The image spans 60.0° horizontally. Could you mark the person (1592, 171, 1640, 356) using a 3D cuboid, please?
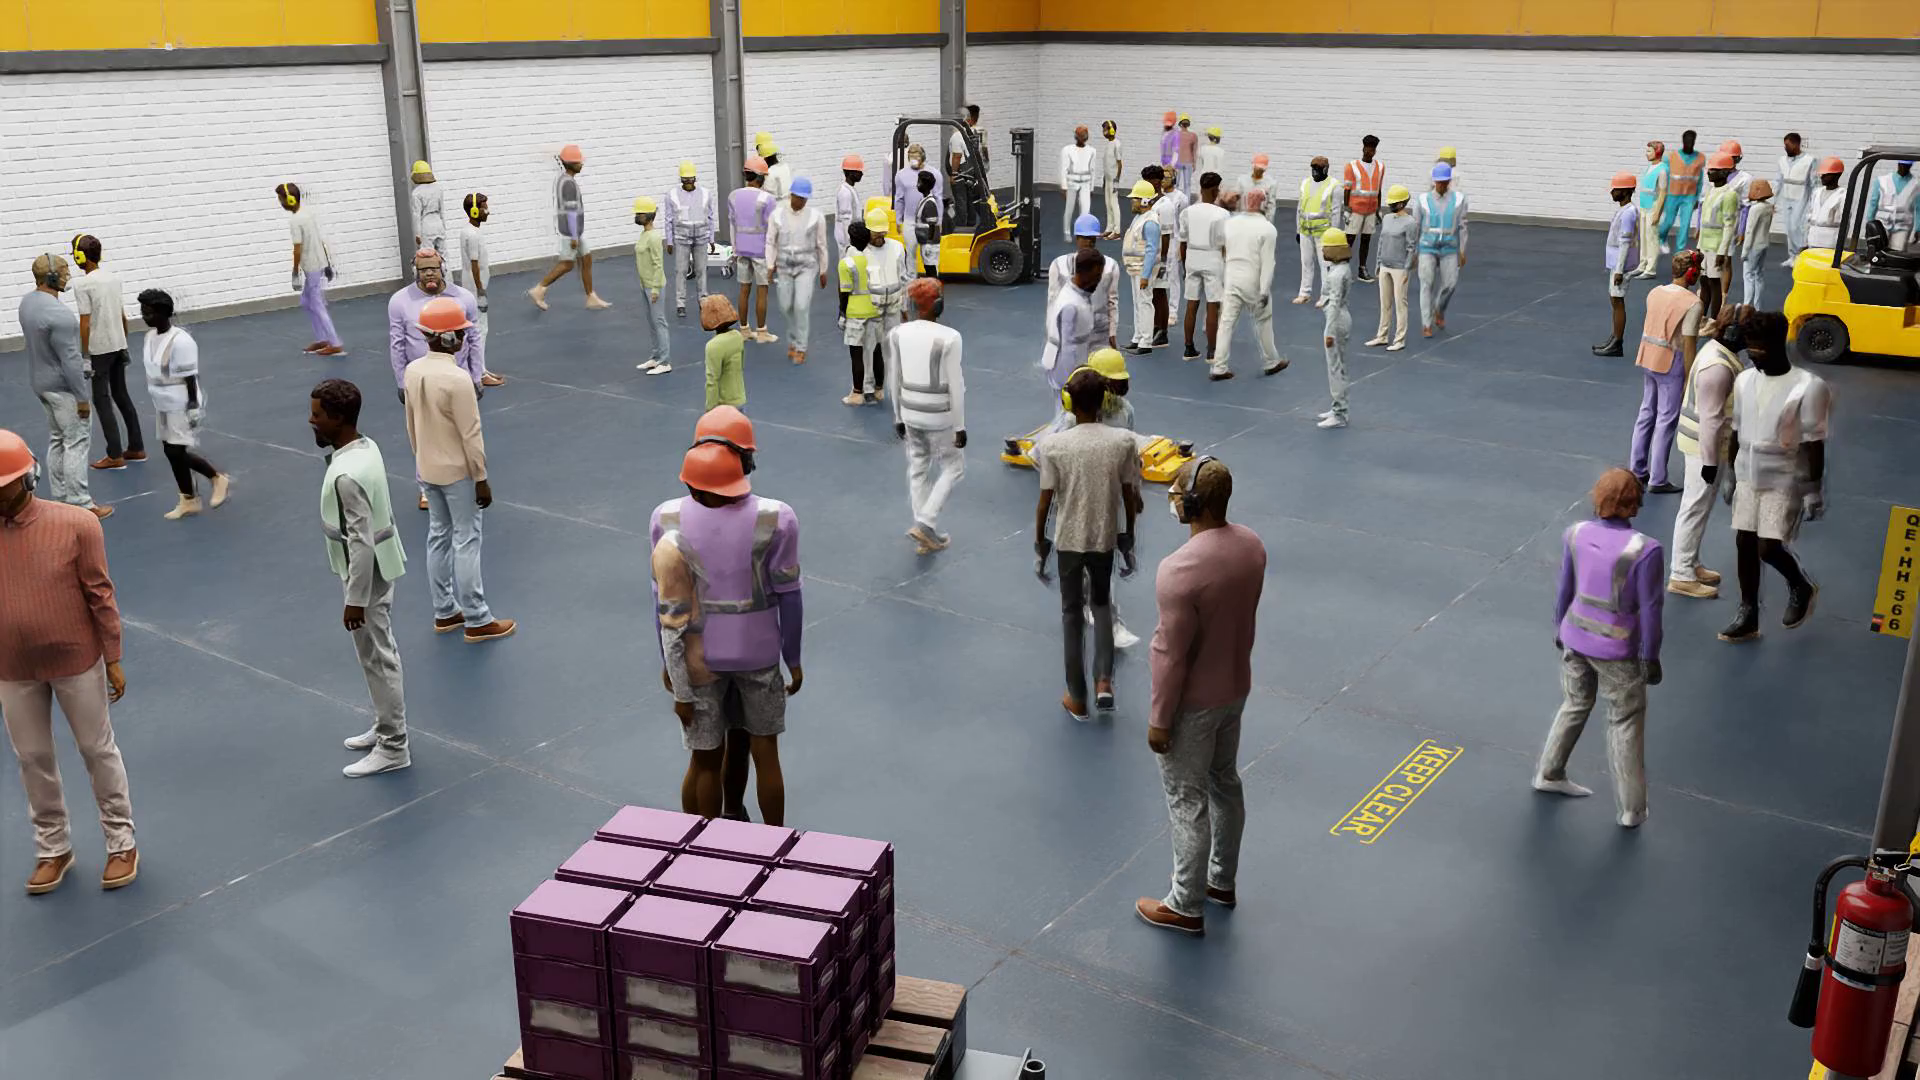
[{"bbox_3d":[6.923,-2.907,17.536,0.387,1.931,0.545,5,18,15],"label":"person"}]

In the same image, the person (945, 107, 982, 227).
[{"bbox_3d":[0.014,-5.948,26.860,0.537,2.000,0.682,12,21,32],"label":"person"}]

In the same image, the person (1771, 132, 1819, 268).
[{"bbox_3d":[11.828,-4.815,23.580,0.472,1.874,0.609,-6,19,-19],"label":"person"}]

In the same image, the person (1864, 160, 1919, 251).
[{"bbox_3d":[11.482,-3.851,20.456,0.630,1.942,0.409,10,20,29],"label":"person"}]

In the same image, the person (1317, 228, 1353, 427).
[{"bbox_3d":[3.274,-1.862,14.587,0.366,1.735,0.503,6,19,18],"label":"person"}]

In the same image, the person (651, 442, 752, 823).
[{"bbox_3d":[-0.990,0.512,6.853,0.390,1.923,0.551,10,20,28],"label":"person"}]

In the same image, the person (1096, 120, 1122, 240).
[{"bbox_3d":[2.388,-5.705,26.391,0.334,1.863,0.518,-5,18,-16],"label":"person"}]

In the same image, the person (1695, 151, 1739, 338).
[{"bbox_3d":[8.354,-3.276,18.498,0.390,2.045,0.607,0,18,1],"label":"person"}]

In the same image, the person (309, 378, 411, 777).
[{"bbox_3d":[-2.834,0.174,7.910,0.391,1.919,0.591,-5,18,-16],"label":"person"}]

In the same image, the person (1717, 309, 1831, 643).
[{"bbox_3d":[4.689,-0.355,9.543,0.538,1.931,0.672,-8,20,-24],"label":"person"}]

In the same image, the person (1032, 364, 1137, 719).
[{"bbox_3d":[0.630,0.022,8.476,0.546,1.859,0.379,-4,18,-12],"label":"person"}]

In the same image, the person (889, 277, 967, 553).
[{"bbox_3d":[-0.202,-0.807,11.048,0.599,1.873,0.423,12,22,34],"label":"person"}]

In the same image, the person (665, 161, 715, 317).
[{"bbox_3d":[-3.202,-3.581,19.795,0.599,1.830,0.404,-7,19,-20],"label":"person"}]

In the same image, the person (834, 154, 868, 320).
[{"bbox_3d":[-1.270,-3.550,19.555,0.396,1.929,0.540,2,18,6],"label":"person"}]

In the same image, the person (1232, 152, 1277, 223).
[{"bbox_3d":[3.948,-4.335,22.317,0.579,1.727,0.600,7,19,20],"label":"person"}]

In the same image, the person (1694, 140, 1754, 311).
[{"bbox_3d":[9.190,-3.786,20.096,0.373,2.043,0.615,-16,24,-41],"label":"person"}]

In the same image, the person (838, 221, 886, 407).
[{"bbox_3d":[-0.896,-2.077,15.312,0.533,1.696,0.318,-14,23,-37],"label":"person"}]

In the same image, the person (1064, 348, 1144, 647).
[{"bbox_3d":[0.874,-0.242,9.558,0.503,1.709,0.793,-14,22,-37],"label":"person"}]

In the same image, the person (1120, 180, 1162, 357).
[{"bbox_3d":[1.905,-2.855,17.523,0.403,1.833,0.586,-2,18,-5],"label":"person"}]

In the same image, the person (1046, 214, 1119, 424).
[{"bbox_3d":[1.015,-1.712,13.758,0.605,1.951,0.380,-2,18,-8],"label":"person"}]

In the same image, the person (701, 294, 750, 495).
[{"bbox_3d":[-1.680,-0.938,11.865,0.292,1.626,0.501,5,18,16],"label":"person"}]

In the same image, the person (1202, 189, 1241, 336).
[{"bbox_3d":[2.939,-3.111,18.650,0.363,1.629,0.583,9,20,26],"label":"person"}]

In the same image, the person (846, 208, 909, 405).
[{"bbox_3d":[-0.755,-2.148,15.345,0.603,1.816,0.403,-8,19,-23],"label":"person"}]

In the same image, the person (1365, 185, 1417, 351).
[{"bbox_3d":[4.647,-2.918,17.839,0.319,1.763,0.522,-9,20,-27],"label":"person"}]

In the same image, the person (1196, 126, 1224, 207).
[{"bbox_3d":[4.071,-5.876,27.144,0.883,1.725,0.532,-15,23,-39],"label":"person"}]

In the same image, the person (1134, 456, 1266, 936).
[{"bbox_3d":[0.943,0.614,6.522,0.373,1.933,0.627,15,23,38],"label":"person"}]

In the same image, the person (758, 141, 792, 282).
[{"bbox_3d":[-2.427,-4.343,22.115,0.459,1.878,0.627,8,19,23],"label":"person"}]

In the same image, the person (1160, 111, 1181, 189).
[{"bbox_3d":[3.578,-6.441,28.655,0.487,1.886,0.706,-6,19,-18],"label":"person"}]

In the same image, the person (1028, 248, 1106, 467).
[{"bbox_3d":[0.829,-1.280,12.530,0.546,1.873,0.656,4,18,13],"label":"person"}]

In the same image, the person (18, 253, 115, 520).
[{"bbox_3d":[-6.357,-1.063,11.776,0.635,1.927,0.372,14,23,38],"label":"person"}]

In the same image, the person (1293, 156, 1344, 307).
[{"bbox_3d":[4.388,-3.790,20.459,0.431,1.835,0.623,-16,23,-40],"label":"person"}]

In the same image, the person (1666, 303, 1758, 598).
[{"bbox_3d":[4.689,-0.561,10.353,0.430,1.836,0.629,9,20,25],"label":"person"}]

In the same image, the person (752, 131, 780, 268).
[{"bbox_3d":[-2.683,-4.740,23.285,0.394,1.918,0.583,-6,19,-19],"label":"person"}]

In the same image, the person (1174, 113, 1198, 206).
[{"bbox_3d":[3.981,-6.732,29.782,0.531,1.755,0.339,-3,18,-9],"label":"person"}]
